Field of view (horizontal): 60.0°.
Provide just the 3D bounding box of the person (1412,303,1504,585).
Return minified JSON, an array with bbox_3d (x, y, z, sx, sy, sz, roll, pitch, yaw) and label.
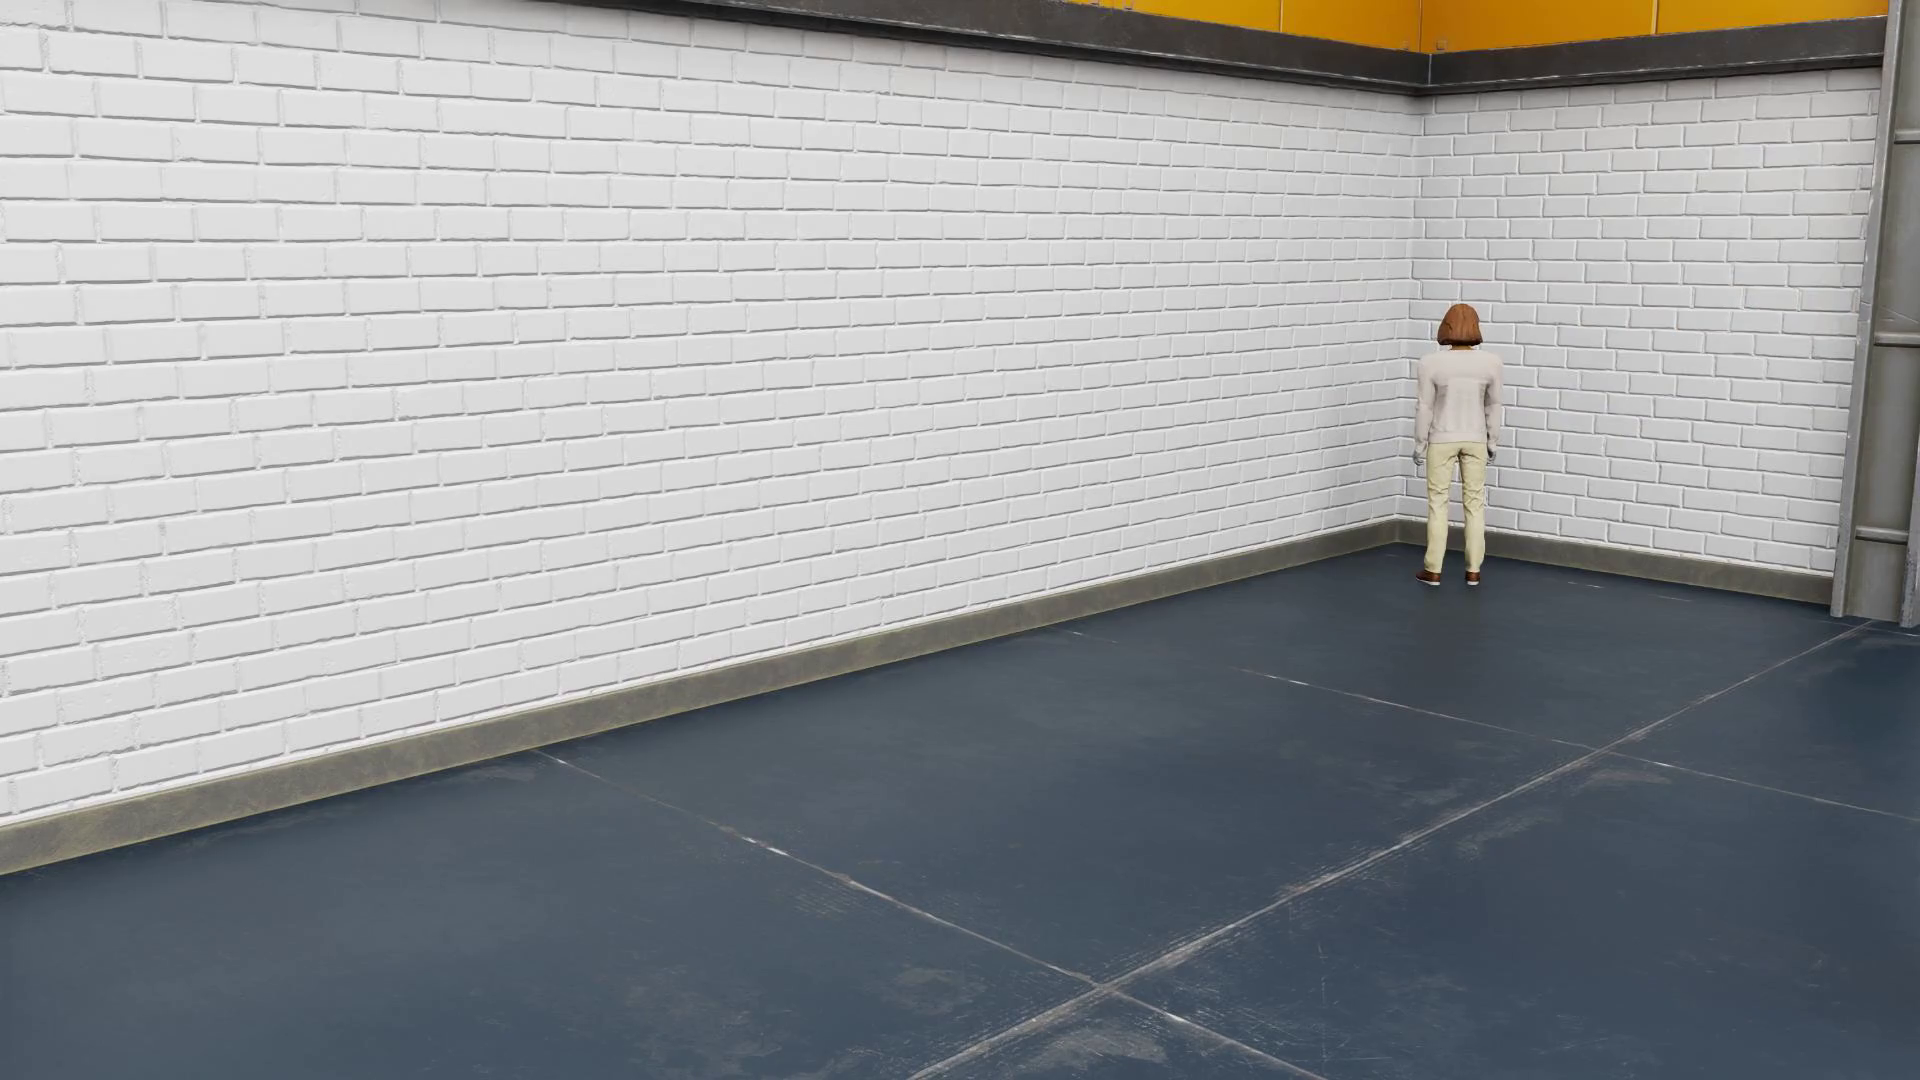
[{"bbox_3d":[2.871,-0.547,9.629,0.500,1.636,0.284,0,10,1],"label":"person"}]
